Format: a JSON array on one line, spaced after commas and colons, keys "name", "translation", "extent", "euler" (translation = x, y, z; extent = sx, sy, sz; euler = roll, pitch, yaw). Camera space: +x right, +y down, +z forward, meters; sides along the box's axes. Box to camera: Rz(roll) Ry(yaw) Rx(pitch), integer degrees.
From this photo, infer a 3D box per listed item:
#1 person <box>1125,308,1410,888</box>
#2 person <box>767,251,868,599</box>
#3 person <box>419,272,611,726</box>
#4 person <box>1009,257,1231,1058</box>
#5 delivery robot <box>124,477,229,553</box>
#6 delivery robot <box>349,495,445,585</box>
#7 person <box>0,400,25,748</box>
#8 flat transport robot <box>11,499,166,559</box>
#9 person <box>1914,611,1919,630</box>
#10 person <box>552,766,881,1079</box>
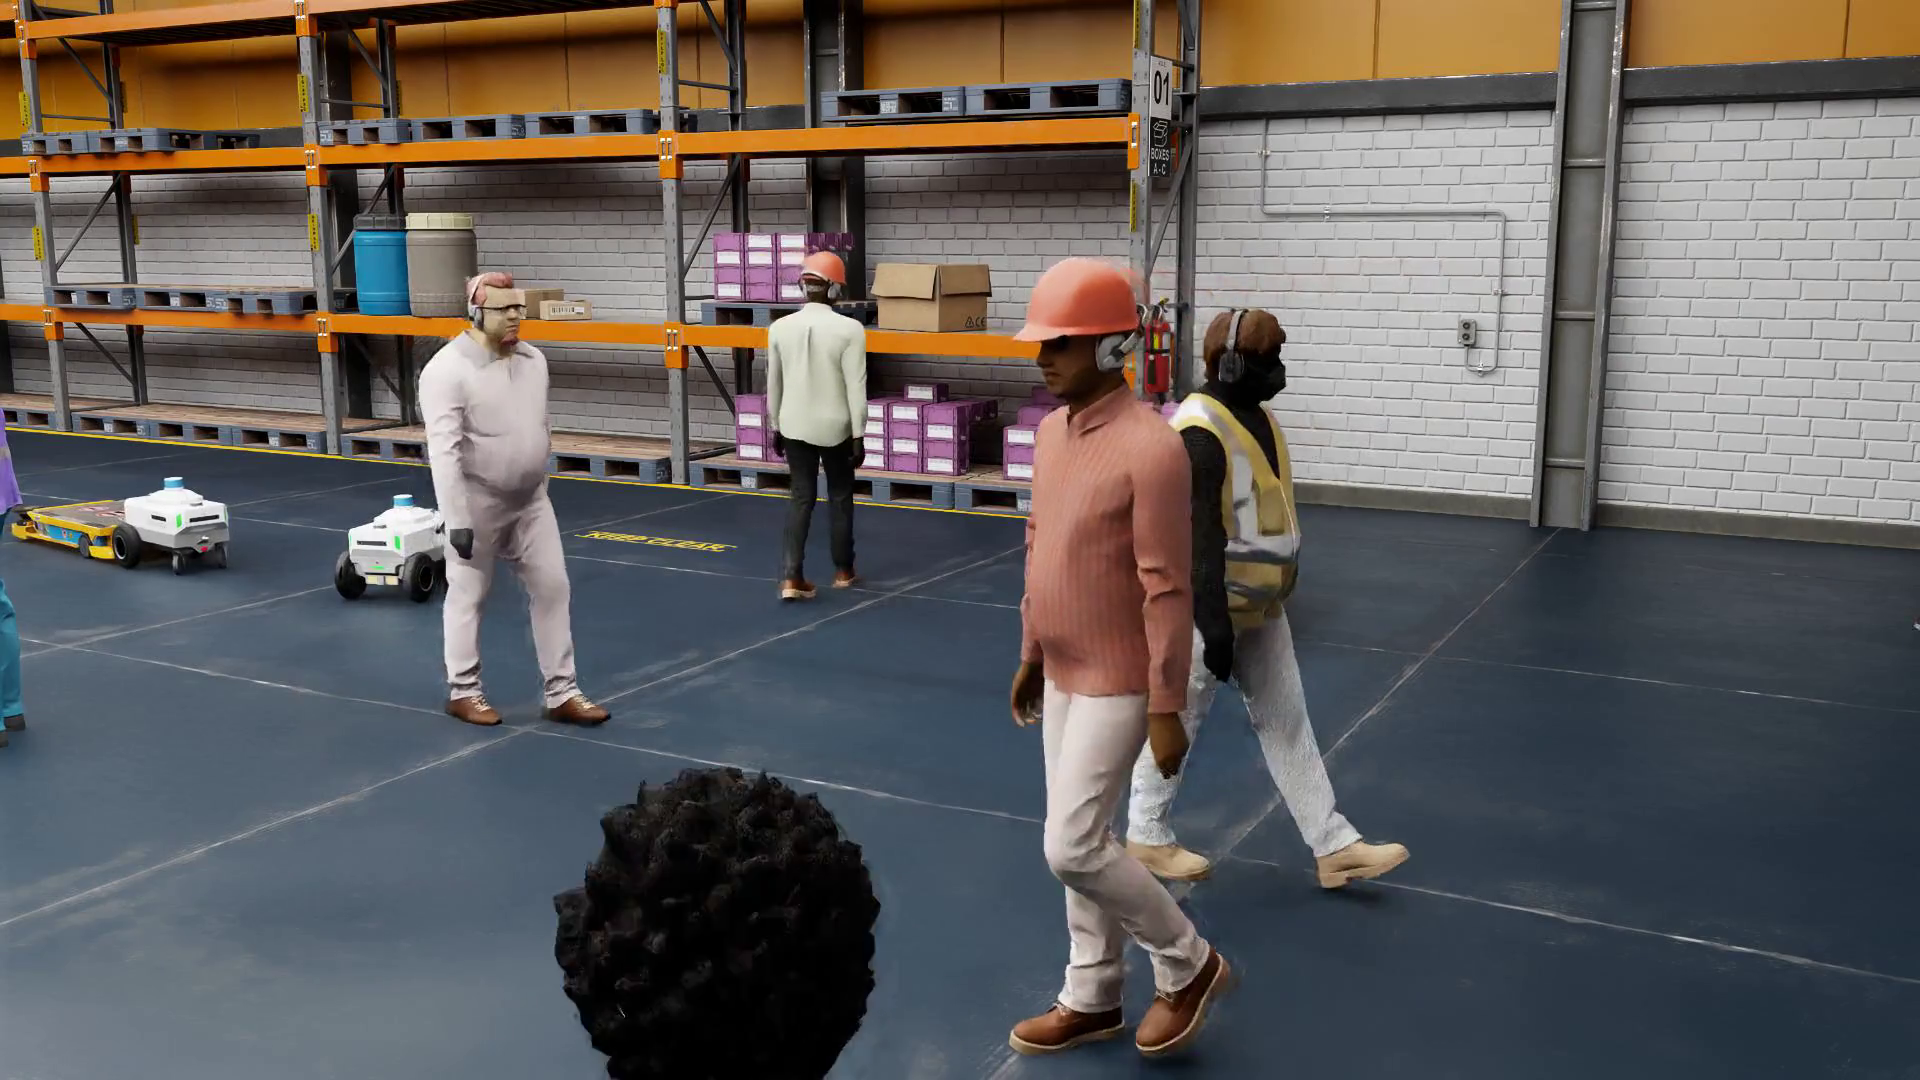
[{"name": "person", "translation": [0.912, 0.213, 5.046], "extent": [0.936, 1.801, 0.657], "euler": [7, 12, 32]}, {"name": "person", "translation": [-0.779, -0.640, 9.382], "extent": [0.657, 1.937, 0.829], "euler": [3, 11, 17]}, {"name": "person", "translation": [-1.822, -0.135, 6.766], "extent": [0.847, 1.871, 0.671], "euler": [7, 12, 34]}, {"name": "person", "translation": [0.331, 0.318, 4.020], "extent": [0.460, 1.976, 0.624], "euler": [-4, 11, -20]}, {"name": "delivery robot", "translation": [-4.781, -0.138, 10.148], "extent": [0.707, 0.478, 0.477], "euler": [8, 13, 38]}, {"name": "delivery robot", "translation": [-3.155, -0.014, 9.470], "extent": [0.477, 0.478, 0.707], "euler": [2, 11, 12]}, {"name": "person", "translation": [-3.933, -0.083, 6.563], "extent": [0.390, 1.846, 0.565], "euler": [-2, 11, -11]}, {"name": "flat transport robot", "translation": [-5.574, -0.089, 10.911], "extent": [1.431, 0.197, 0.652], "euler": [8, 13, 38]}, {"name": "person", "translation": [5.171, -0.414, 8.413], "extent": [0.548, 1.844, 0.420], "euler": [-7, 13, -34]}, {"name": "person", "translation": [-0.123, 0.986, 1.185], "extent": [0.529, 1.667, 0.791], "euler": [-2, 11, -11]}]
